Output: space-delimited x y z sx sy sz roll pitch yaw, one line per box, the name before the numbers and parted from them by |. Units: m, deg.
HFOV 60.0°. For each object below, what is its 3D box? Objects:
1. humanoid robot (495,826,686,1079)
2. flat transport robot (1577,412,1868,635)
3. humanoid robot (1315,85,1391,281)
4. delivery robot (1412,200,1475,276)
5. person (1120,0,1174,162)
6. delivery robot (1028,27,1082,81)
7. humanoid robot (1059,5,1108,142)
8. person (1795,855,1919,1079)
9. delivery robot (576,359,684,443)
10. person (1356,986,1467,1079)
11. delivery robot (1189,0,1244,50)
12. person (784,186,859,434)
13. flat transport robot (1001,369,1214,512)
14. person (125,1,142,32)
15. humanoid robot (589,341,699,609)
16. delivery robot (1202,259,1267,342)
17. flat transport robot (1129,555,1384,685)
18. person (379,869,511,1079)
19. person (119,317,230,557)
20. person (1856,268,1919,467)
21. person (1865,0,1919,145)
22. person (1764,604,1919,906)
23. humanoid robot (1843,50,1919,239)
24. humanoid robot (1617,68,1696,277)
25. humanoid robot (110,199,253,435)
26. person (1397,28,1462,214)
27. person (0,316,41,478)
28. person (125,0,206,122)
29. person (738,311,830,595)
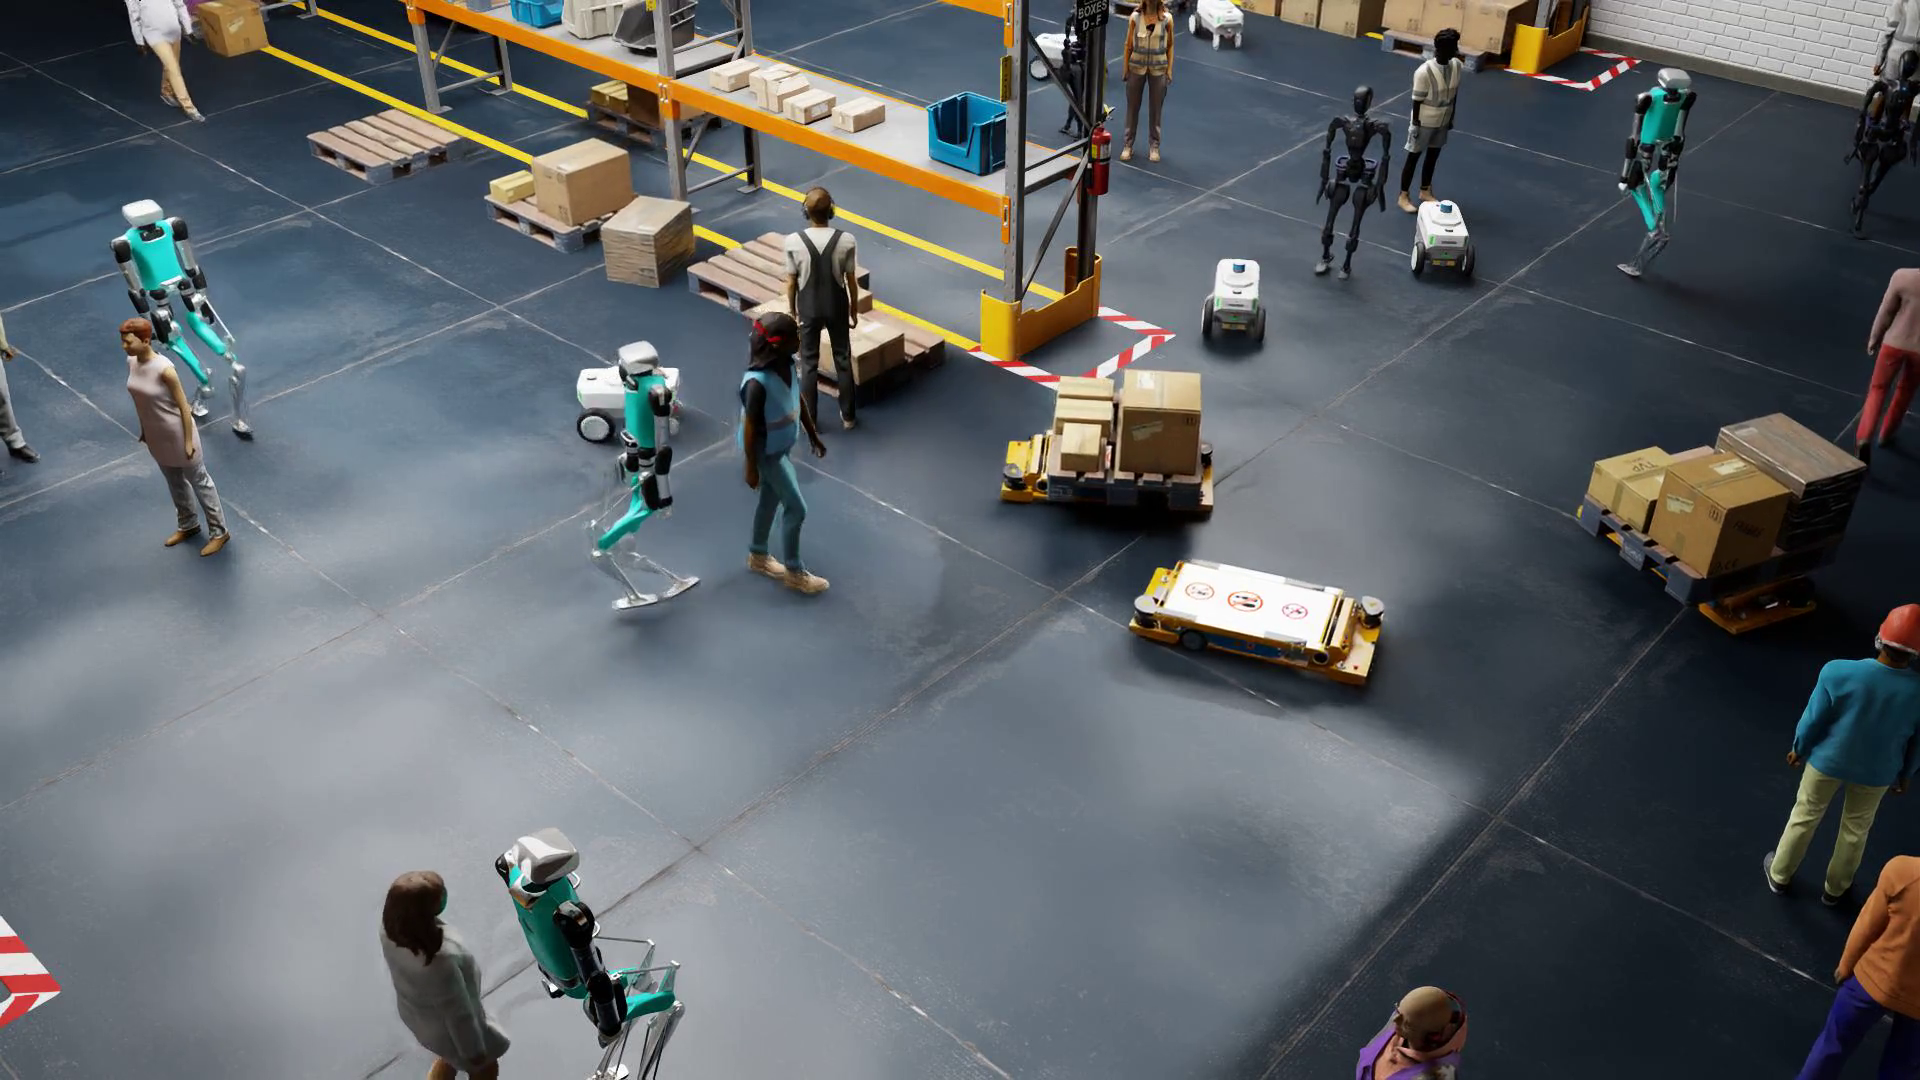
humanoid robot | -1.429 1.739 6.881 0.533 1.677 0.735 29 44 35
flat transport robot | 4.722 0.076 10.700 0.659 0.231 1.431 -14 37 -19
humanoid robot | 3.289 -2.969 13.870 0.589 1.656 0.337 13 37 18
delivery robot | 4.164 -2.642 14.374 0.499 0.581 0.774 3 35 4
person | 1.808 -4.518 16.025 0.478 1.776 0.318 5 35 7
delivery robot | 1.170 -5.340 18.289 0.789 0.587 0.499 14 37 20
humanoid robot | 1.208 -4.745 16.459 0.600 1.644 0.538 -29 44 -35
person | 3.836 1.790 6.725 0.515 1.972 0.404 20 39 26
delivery robot | -2.423 -1.035 12.067 0.781 0.605 0.499 -1 35 -1
person | 1.642 2.271 6.266 0.345 1.694 0.482 -4 35 -5
delivery robot | 3.015 -6.068 19.366 0.499 0.614 0.808 -8 35 -11
person | -0.961 -1.617 11.780 0.502 1.836 0.351 -4 35 -6
flat transport robot | 1.028 -0.479 11.504 1.431 0.231 0.659 4 35 5
person | -9.587 -6.764 19.179 0.659 1.890 0.627 -29 44 -35
humanoid robot | -1.995 -0.309 9.959 0.920 1.752 0.566 -21 40 -28
delivery robot | 2.217 -1.953 13.392 0.513 0.599 0.770 5 35 8
flat transport robot | 1.810 0.473 10.124 1.431 0.231 0.659 12 36 17
person | -2.093 1.947 6.772 0.471 1.647 0.510 -29 44 -35
person | -5.012 -0.656 10.532 0.450 1.661 0.283 15 37 21
person | 6.528 -1.314 11.433 0.526 1.729 0.745 18 39 25
person | 9.154 -4.636 16.073 0.546 1.926 0.388 13 37 19
person | 4.301 1.037 8.000 0.571 1.749 0.331 14 37 19
humanoid robot | 8.206 -3.554 14.783 0.586 1.648 0.801 7 35 9
humanoid robot | 5.819 -2.925 13.800 0.549 1.854 0.714 -9 36 -13
humanoid robot | -5.393 -1.488 11.711 0.989 1.762 0.545 25 42 31
person | 4.273 -3.802 15.064 0.533 1.692 0.320 -18 39 -25
person | -6.722 -1.265 11.278 0.409 1.822 0.593 19 39 25
person | -8.217 -5.229 17.119 0.893 1.706 0.554 22 40 28
person | -1.040 -0.528 10.187 0.745 1.839 0.528 10 36 14
